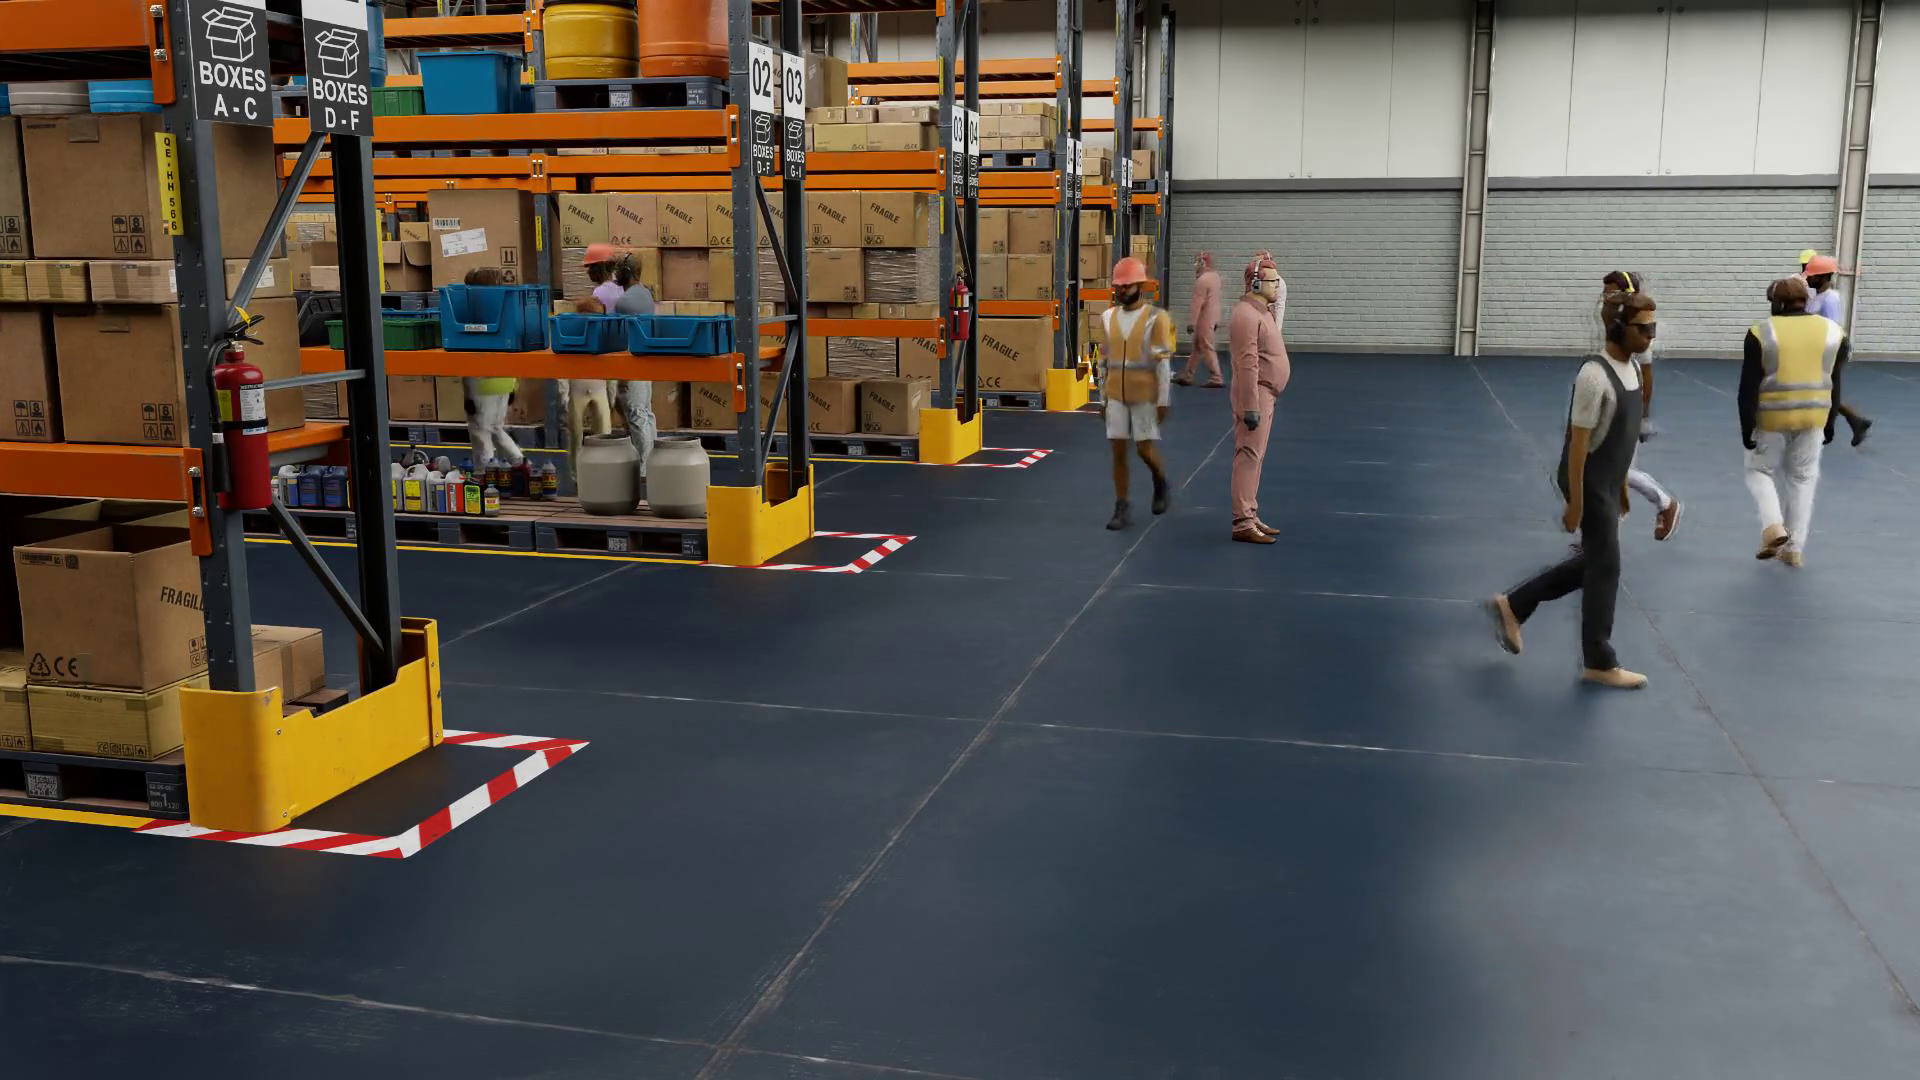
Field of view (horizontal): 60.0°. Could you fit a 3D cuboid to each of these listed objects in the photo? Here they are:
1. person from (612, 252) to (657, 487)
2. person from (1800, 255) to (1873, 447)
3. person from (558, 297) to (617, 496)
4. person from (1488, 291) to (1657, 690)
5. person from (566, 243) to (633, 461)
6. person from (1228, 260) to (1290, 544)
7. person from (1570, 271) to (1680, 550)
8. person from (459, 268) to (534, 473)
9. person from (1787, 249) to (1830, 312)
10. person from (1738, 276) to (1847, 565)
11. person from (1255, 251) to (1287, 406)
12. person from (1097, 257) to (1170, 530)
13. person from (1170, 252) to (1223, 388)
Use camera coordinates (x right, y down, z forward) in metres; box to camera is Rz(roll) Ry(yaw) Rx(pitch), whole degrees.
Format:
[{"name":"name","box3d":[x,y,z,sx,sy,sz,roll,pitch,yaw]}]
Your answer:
[{"name":"person","box3d":[-2.709,-1.405,13.804,0.368,1.939,0.632,0,10,2]},{"name":"person","box3d":[8.389,-1.795,16.061,0.822,1.909,0.547,3,11,17]},{"name":"person","box3d":[-2.910,-1.103,13.098,0.528,1.589,0.833,-6,12,-29]},{"name":"person","box3d":[2.863,-0.245,7.719,0.729,1.823,0.528,8,13,38]},{"name":"person","box3d":[-3.226,-1.611,14.767,0.916,2.002,0.634,0,10,1]},{"name":"person","box3d":[2.028,-0.939,11.312,0.410,1.909,0.643,3,11,16]},{"name":"person","box3d":[4.406,-0.843,10.969,0.655,1.838,0.527,-3,11,-15]},{"name":"person","box3d":[-3.584,-1.153,12.702,0.504,1.832,0.645,4,11,19]},{"name":"person","box3d":[11.830,-3.116,23.352,0.490,1.907,0.607,-9,14,-42]},{"name":"person","box3d":[5.189,-0.732,10.421,0.634,1.820,0.449,2,10,8]},{"name":"person","box3d":[3.714,-2.601,20.519,0.406,1.911,0.636,-5,11,-26]},{"name":"person","box3d":[1.252,-1.041,11.837,0.547,1.925,0.577,6,12,30]},{"name":"person","box3d":[3.317,-3.044,23.066,0.741,1.881,0.674,4,11,22]}]
